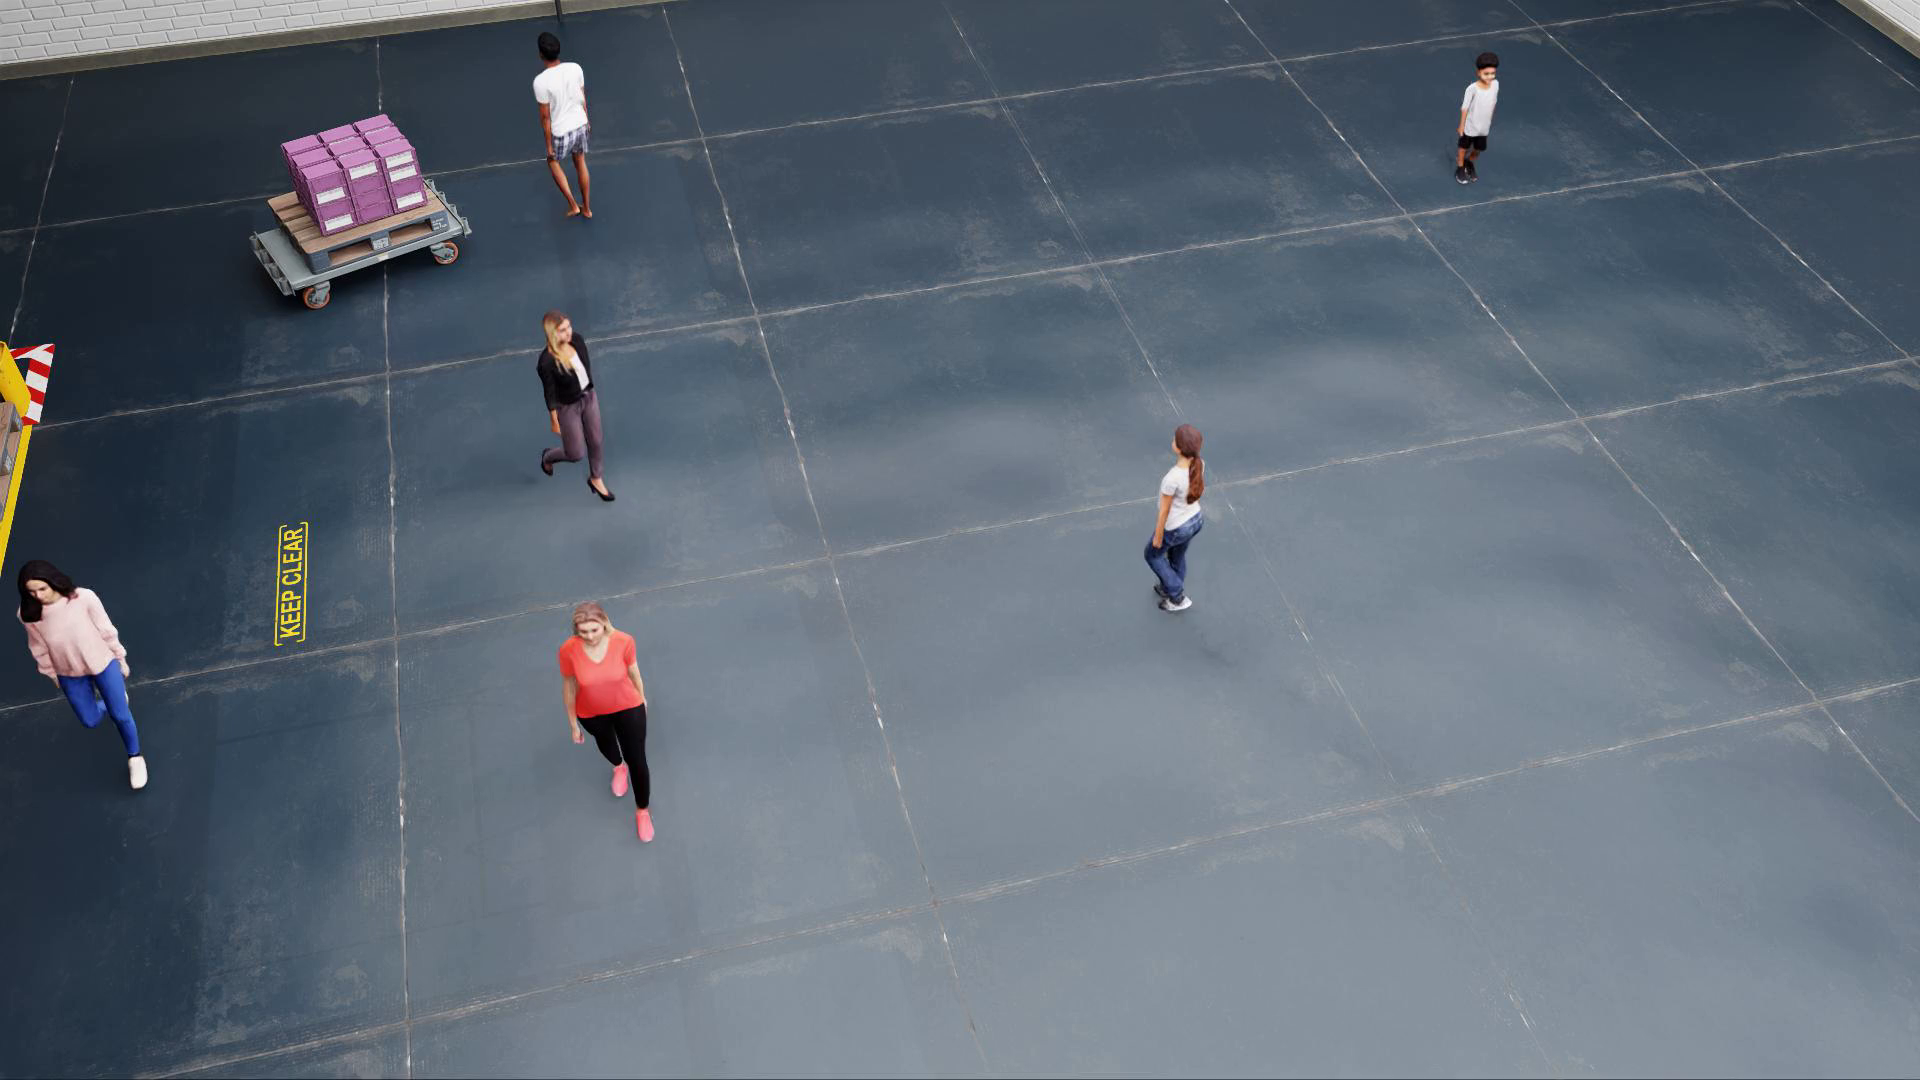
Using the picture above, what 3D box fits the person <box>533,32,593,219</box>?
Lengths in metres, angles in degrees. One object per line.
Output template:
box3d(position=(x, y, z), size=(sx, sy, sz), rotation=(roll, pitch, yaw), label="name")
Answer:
box3d(position=(-3.364, -3.522, 14.412), size=(0.735, 1.711, 0.741), rotation=(-28, 50, -26), label="person")

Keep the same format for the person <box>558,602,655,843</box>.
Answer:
box3d(position=(-2.068, 0.923, 9.777), size=(0.651, 1.668, 0.928), rotation=(-6, 44, -6), label="person")

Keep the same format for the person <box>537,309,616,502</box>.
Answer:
box3d(position=(-2.784, -0.942, 11.743), size=(0.912, 1.658, 0.858), rotation=(20, 47, 20), label="person")

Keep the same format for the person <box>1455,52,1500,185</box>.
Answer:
box3d(position=(4.667, -3.857, 15.098), size=(0.504, 1.251, 0.492), rotation=(-7, 44, -8), label="person")

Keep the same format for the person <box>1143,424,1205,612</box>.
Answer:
box3d(position=(1.477, -0.084, 10.923), size=(0.674, 1.547, 0.738), rotation=(-33, 53, -30), label="person")

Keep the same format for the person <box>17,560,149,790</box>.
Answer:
box3d(position=(-5.187, 0.709, 9.939), size=(0.653, 1.755, 0.864), rotation=(-12, 45, -12), label="person")
